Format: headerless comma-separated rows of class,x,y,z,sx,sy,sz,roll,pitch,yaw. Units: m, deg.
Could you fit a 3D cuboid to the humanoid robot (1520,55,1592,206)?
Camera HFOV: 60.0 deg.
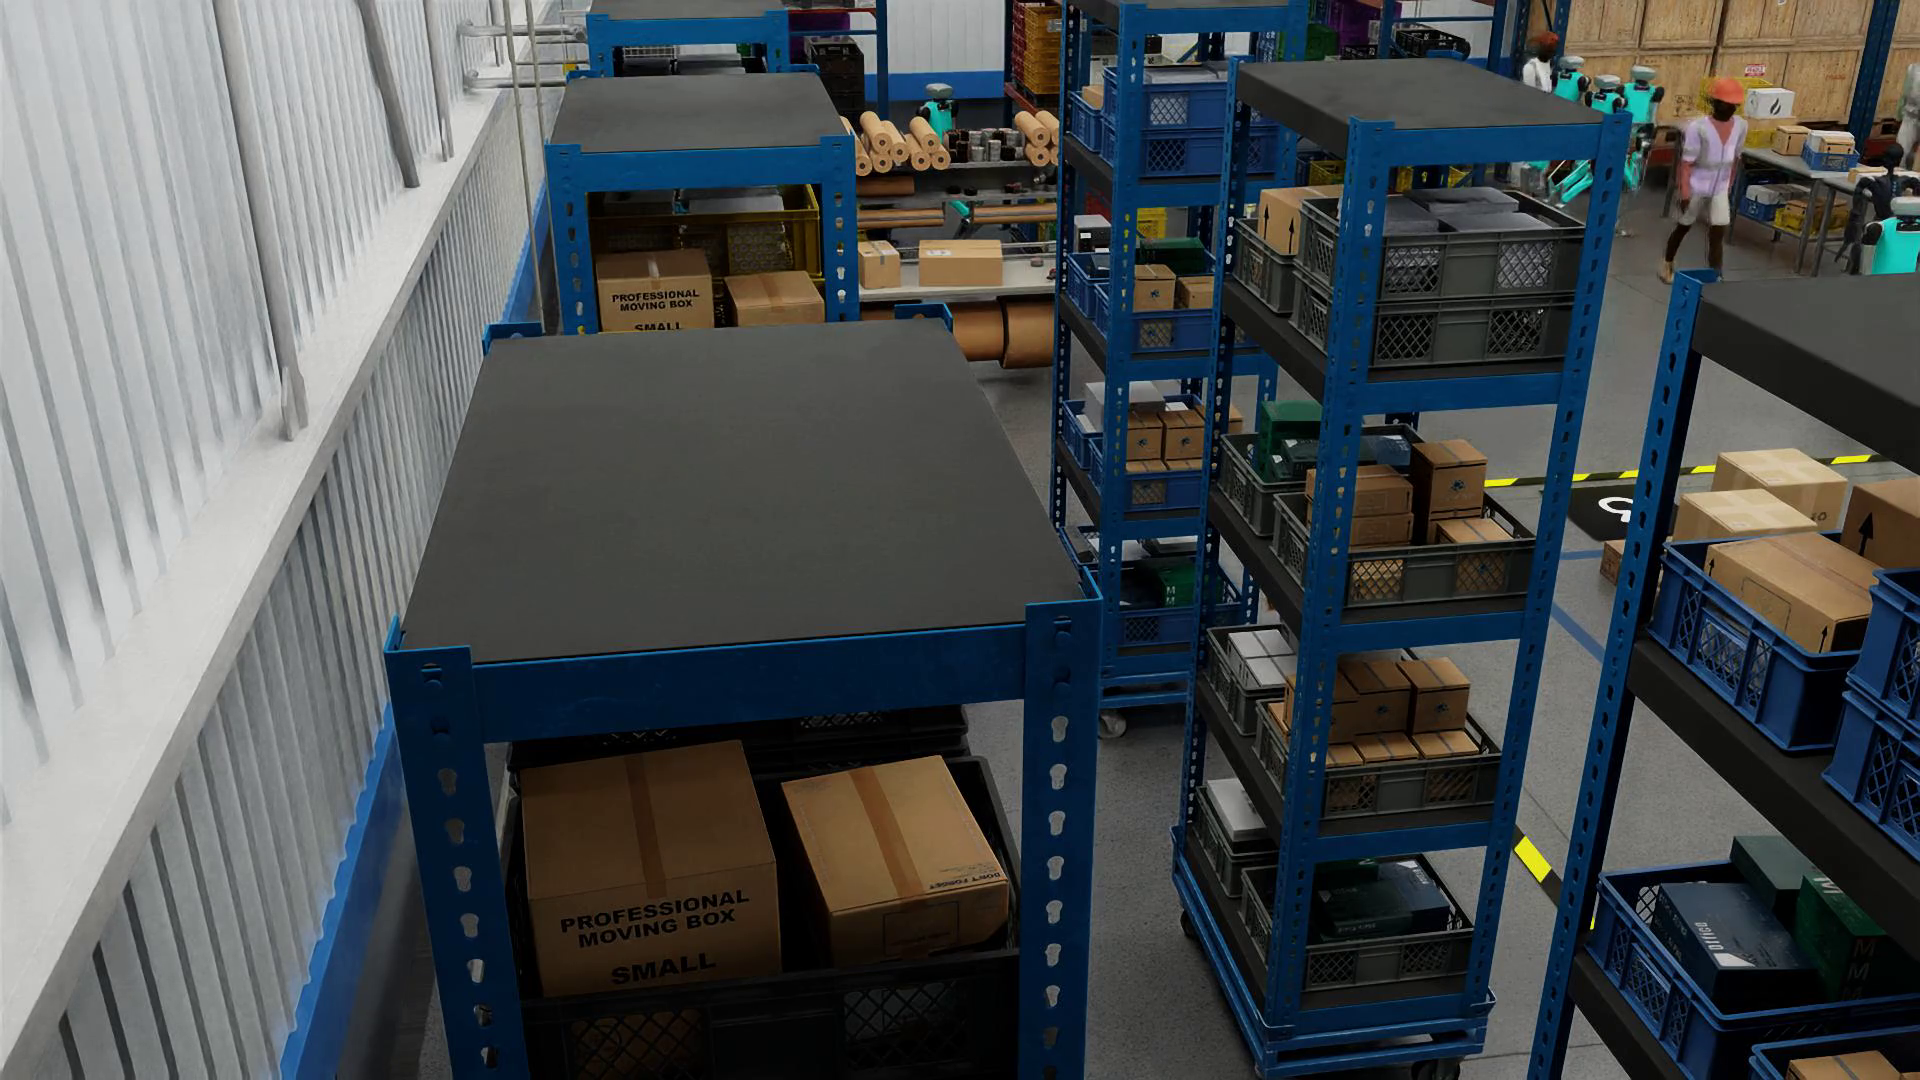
humanoid robot,6.279,-4.294,17.959,1.043,1.786,0.530,-10,27,-21

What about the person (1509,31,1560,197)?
person,6.540,-4.755,18.713,0.598,1.866,0.641,-19,31,-35

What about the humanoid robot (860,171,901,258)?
humanoid robot,-0.703,-2.252,13.546,0.771,1.624,0.600,6,25,14

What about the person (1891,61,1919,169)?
person,10.793,-4.707,18.567,0.852,1.917,0.629,-19,31,-36

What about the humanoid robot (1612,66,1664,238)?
humanoid robot,6.938,-3.898,17.051,0.566,1.757,0.989,1,25,2

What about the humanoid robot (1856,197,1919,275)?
humanoid robot,6.638,-1.541,11.736,0.533,1.673,0.735,0,25,0

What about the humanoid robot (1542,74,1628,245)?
humanoid robot,6.145,-3.760,16.592,0.732,1.692,0.531,-8,26,-18

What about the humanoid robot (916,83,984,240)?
humanoid robot,-0.023,-3.518,16.028,0.735,1.677,0.533,19,31,36

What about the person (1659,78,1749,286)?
person,6.861,-3.210,15.231,0.623,1.981,1.094,-2,25,-5

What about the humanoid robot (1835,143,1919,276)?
humanoid robot,7.782,-2.500,14.039,0.614,1.643,0.427,3,25,6

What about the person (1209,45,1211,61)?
person,2.720,-4.687,18.638,0.433,1.810,0.600,-5,25,-12

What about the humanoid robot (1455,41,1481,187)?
humanoid robot,5.762,-4.954,19.364,0.599,1.657,0.315,9,26,19

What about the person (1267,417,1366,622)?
person,1.750,0.196,7.981,0.588,1.850,0.396,-1,25,-2

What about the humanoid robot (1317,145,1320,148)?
humanoid robot,4.291,-4.518,18.437,0.596,1.640,0.405,-7,26,-16

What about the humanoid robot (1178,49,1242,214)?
humanoid robot,2.656,-4.465,18.224,0.854,1.742,0.568,-2,25,-4

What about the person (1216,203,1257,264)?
person,2.495,-2.994,14.925,0.429,1.843,0.624,0,25,0
